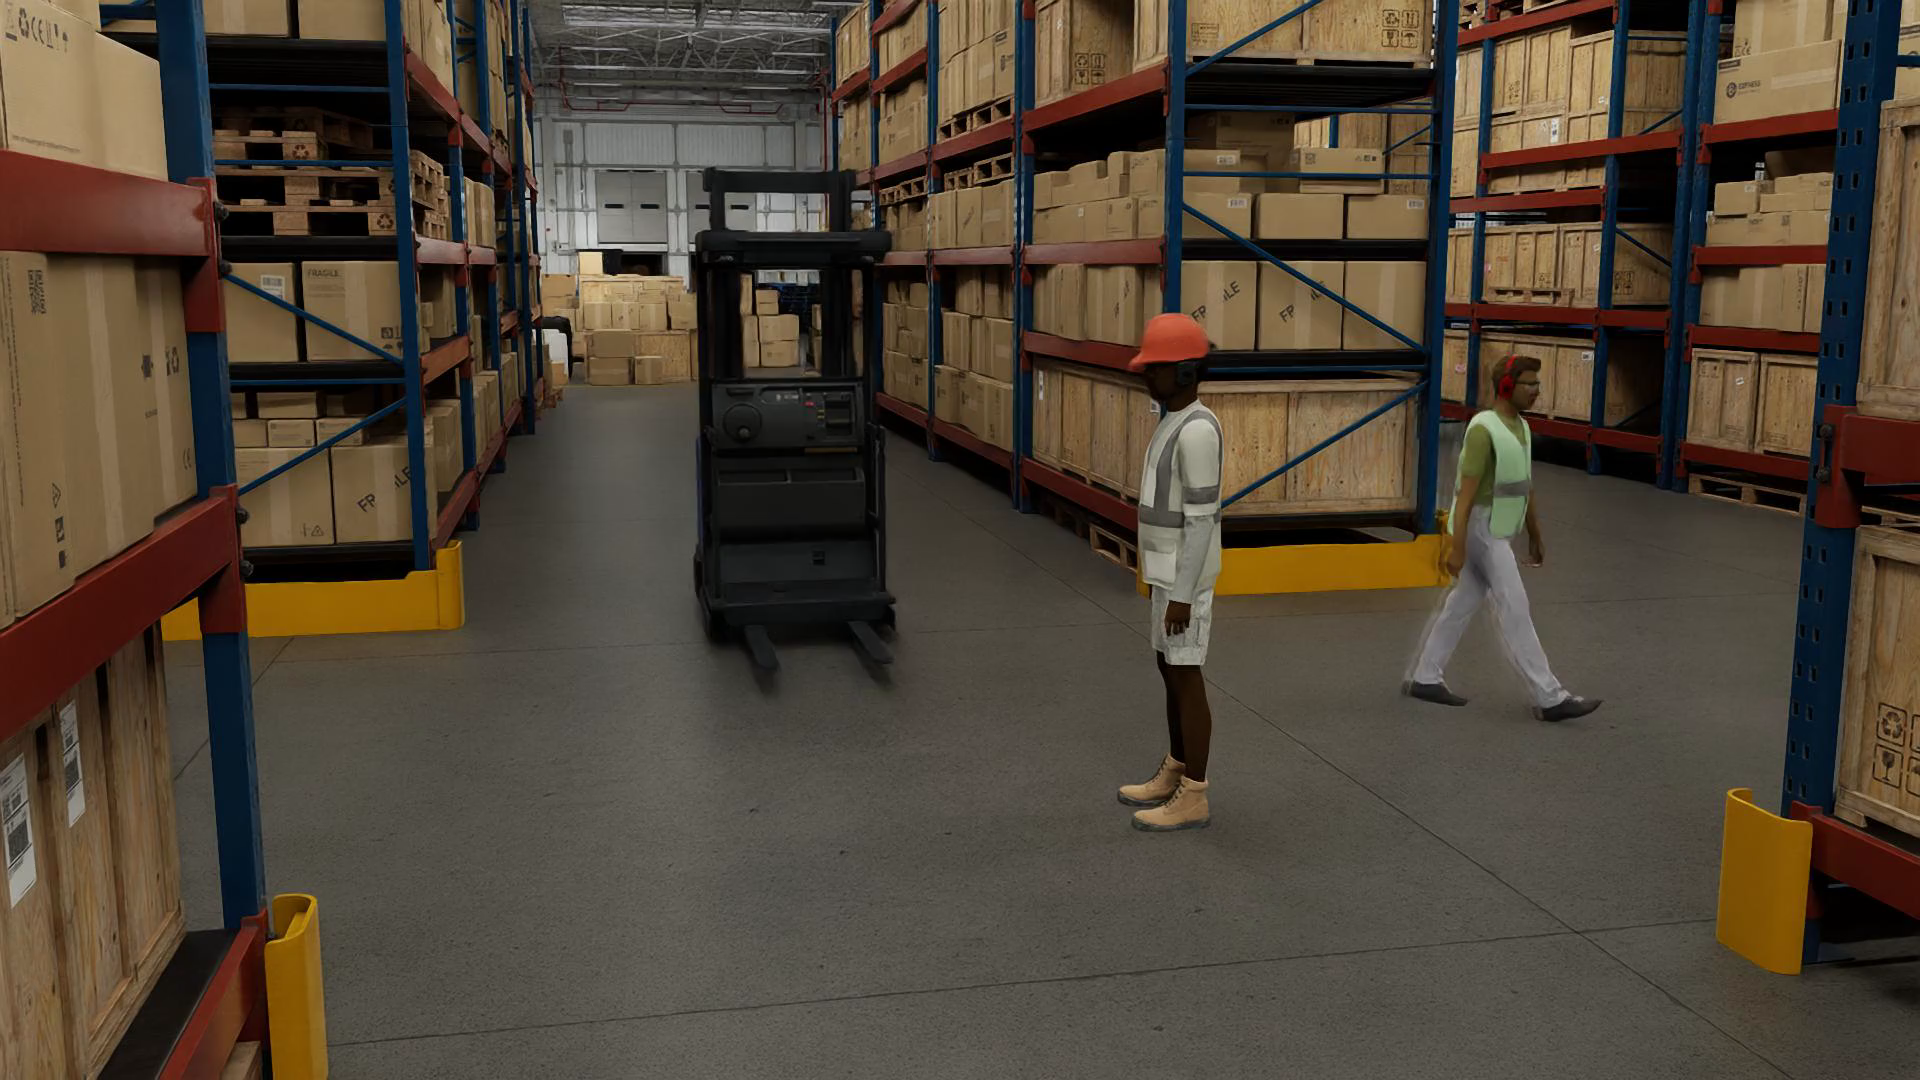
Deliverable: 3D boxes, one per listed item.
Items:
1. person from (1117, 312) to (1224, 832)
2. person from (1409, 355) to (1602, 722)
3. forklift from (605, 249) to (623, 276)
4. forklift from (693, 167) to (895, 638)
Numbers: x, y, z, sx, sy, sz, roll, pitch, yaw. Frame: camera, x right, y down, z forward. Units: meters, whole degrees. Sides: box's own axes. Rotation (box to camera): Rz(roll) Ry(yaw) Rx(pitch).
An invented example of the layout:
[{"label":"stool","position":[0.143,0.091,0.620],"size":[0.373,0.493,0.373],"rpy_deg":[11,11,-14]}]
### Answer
[{"label":"person","position":[0.841,0.129,6.581],"size":[0.371,2.044,0.608],"rpy_deg":[-1,9,-3]},{"label":"person","position":[2.701,-0.013,8.209],"size":[0.984,1.786,0.583],"rpy_deg":[6,11,33]},{"label":"forklift","position":[-11.407,-8.233,55.004],"size":[1.873,2.768,1.129],"rpy_deg":[-5,11,-29]},{"label":"forklift","position":[-1.131,-0.945,10.581],"size":[1.129,2.768,1.873],"rpy_deg":[-2,10,-12]}]
